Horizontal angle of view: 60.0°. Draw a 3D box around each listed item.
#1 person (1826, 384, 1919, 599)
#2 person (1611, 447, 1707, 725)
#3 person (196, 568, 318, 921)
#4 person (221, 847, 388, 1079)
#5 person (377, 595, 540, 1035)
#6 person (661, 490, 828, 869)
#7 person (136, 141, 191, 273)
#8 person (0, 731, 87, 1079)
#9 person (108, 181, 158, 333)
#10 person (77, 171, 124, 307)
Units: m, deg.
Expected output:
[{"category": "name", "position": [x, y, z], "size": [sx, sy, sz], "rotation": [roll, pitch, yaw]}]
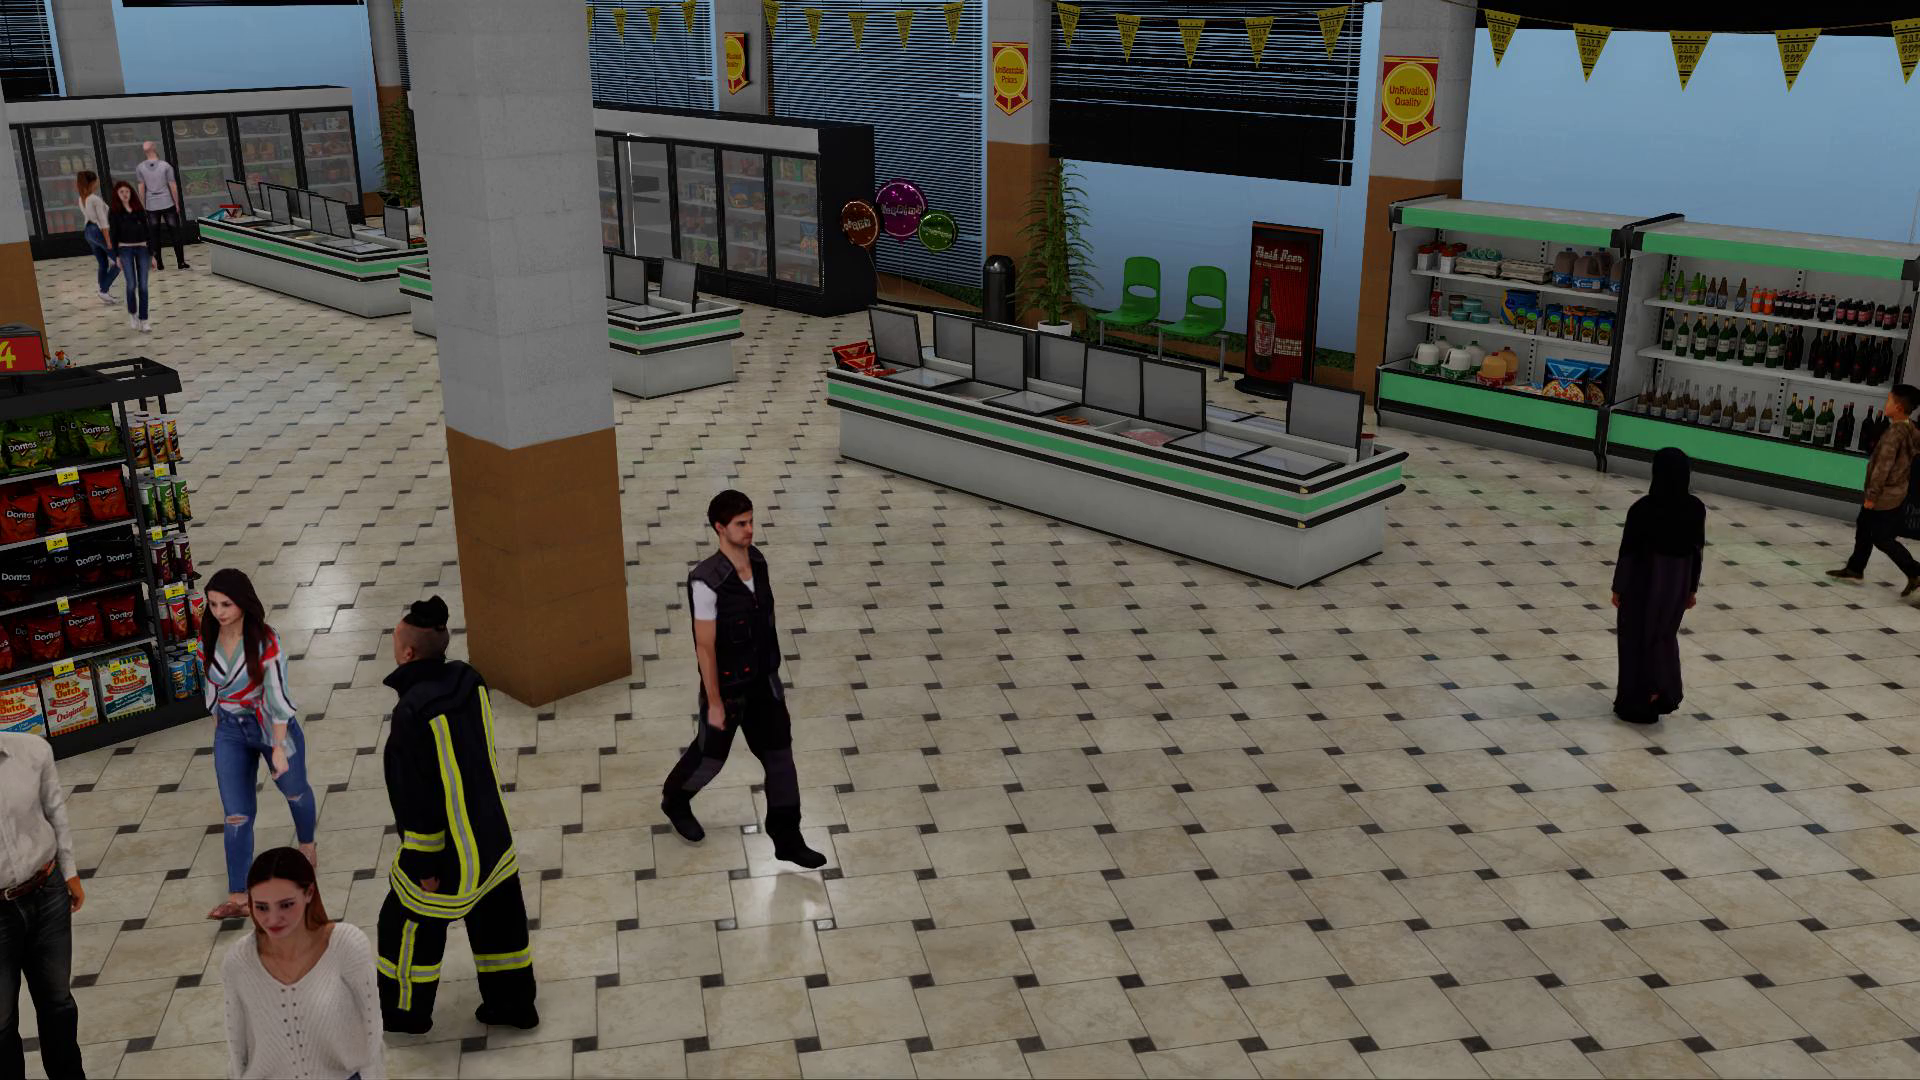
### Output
[{"category": "person", "position": [6.326, -0.312, 11.225], "size": [0.894, 1.433, 0.561], "rotation": [17, 25, 41]}, {"category": "person", "position": [3.868, 0.283, 9.183], "size": [0.846, 1.609, 0.914], "rotation": [-1, 19, -2]}, {"category": "person", "position": [-3.137, 0.863, 7.531], "size": [1.059, 1.567, 1.093], "rotation": [0, 19, -1]}, {"category": "person", "position": [-1.910, 1.663, 4.962], "size": [0.707, 1.692, 0.731], "rotation": [-4, 19, -12]}, {"category": "person", "position": [-1.879, 1.105, 6.381], "size": [1.056, 1.843, 0.964], "rotation": [7, 20, 19]}, {"category": "person", "position": [-1.126, 0.652, 7.779], "size": [1.234, 1.807, 0.823], "rotation": [13, 22, 33]}, {"category": "person", "position": [-11.491, -4.799, 23.901], "size": [0.759, 1.836, 0.774], "rotation": [-4, 19, -12]}, {"category": "person", "position": [-3.389, 1.280, 5.912], "size": [0.563, 1.811, 0.661], "rotation": [16, 24, 39]}, {"category": "person", "position": [-9.791, -3.350, 19.695], "size": [0.584, 1.778, 0.613], "rotation": [-15, 24, -38]}, {"category": "person", "position": [-11.026, -3.820, 21.182], "size": [0.634, 1.718, 0.749], "rotation": [12, 22, 32]}]
